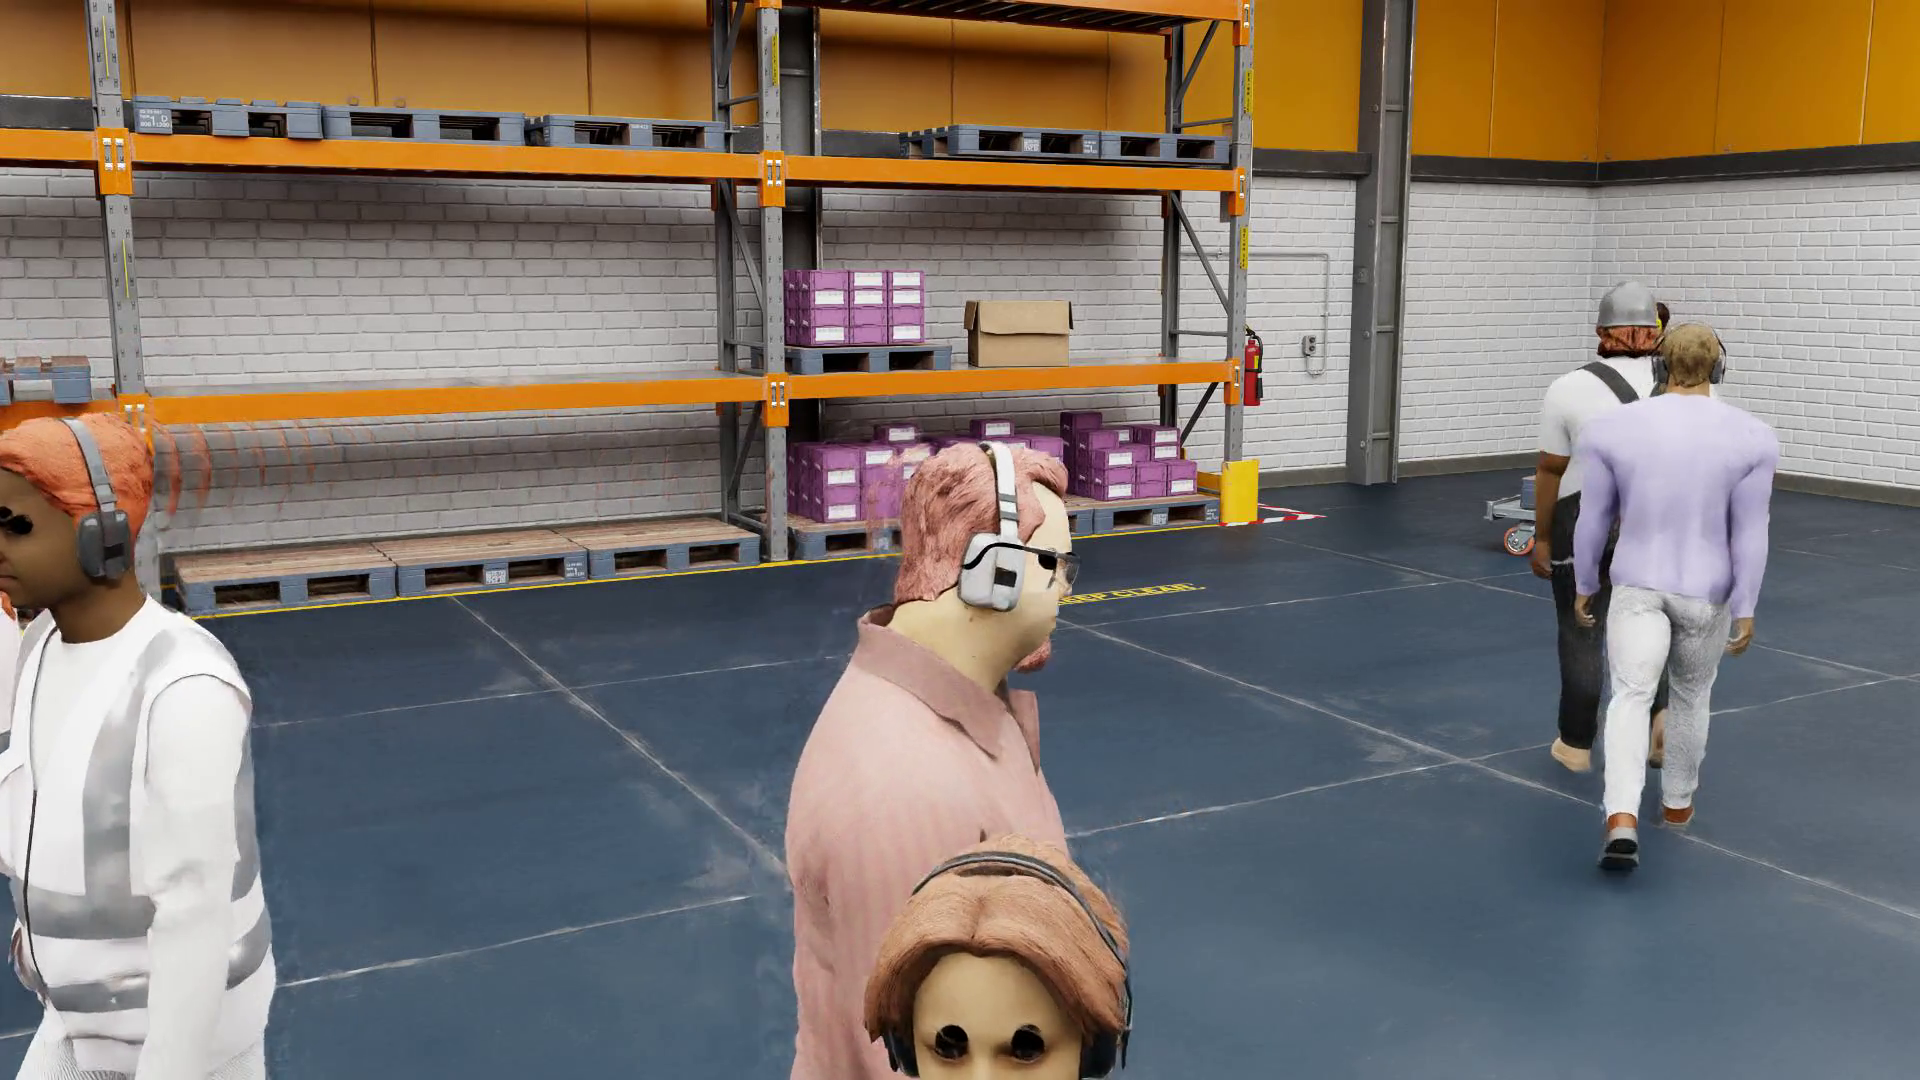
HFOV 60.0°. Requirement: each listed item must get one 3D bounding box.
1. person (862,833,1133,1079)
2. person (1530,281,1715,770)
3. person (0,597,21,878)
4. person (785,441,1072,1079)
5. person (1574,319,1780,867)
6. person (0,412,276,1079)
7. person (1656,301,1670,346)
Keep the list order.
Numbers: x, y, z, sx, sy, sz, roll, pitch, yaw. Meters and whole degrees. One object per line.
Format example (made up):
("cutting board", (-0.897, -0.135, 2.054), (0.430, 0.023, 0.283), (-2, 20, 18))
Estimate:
("person", (0.046, 1.042, 1.400), (0.539, 1.618, 0.403), (0, 9, 2))
("person", (2.669, -0.043, 6.740), (0.695, 2.000, 0.655), (0, 9, 1))
("person", (-2.763, 0.402, 4.529), (0.647, 1.881, 0.862), (7, 11, 36))
("person", (0.046, 0.801, 2.180), (1.028, 1.838, 0.677), (1, 9, 6))
("person", (2.477, 0.182, 5.834), (0.644, 1.904, 0.987), (5, 10, 26))
("person", (-1.291, 0.746, 2.471), (0.626, 1.858, 0.673), (8, 12, 39))
("person", (5.412, -0.927, 12.829), (0.922, 1.826, 0.487), (7, 12, 38))
